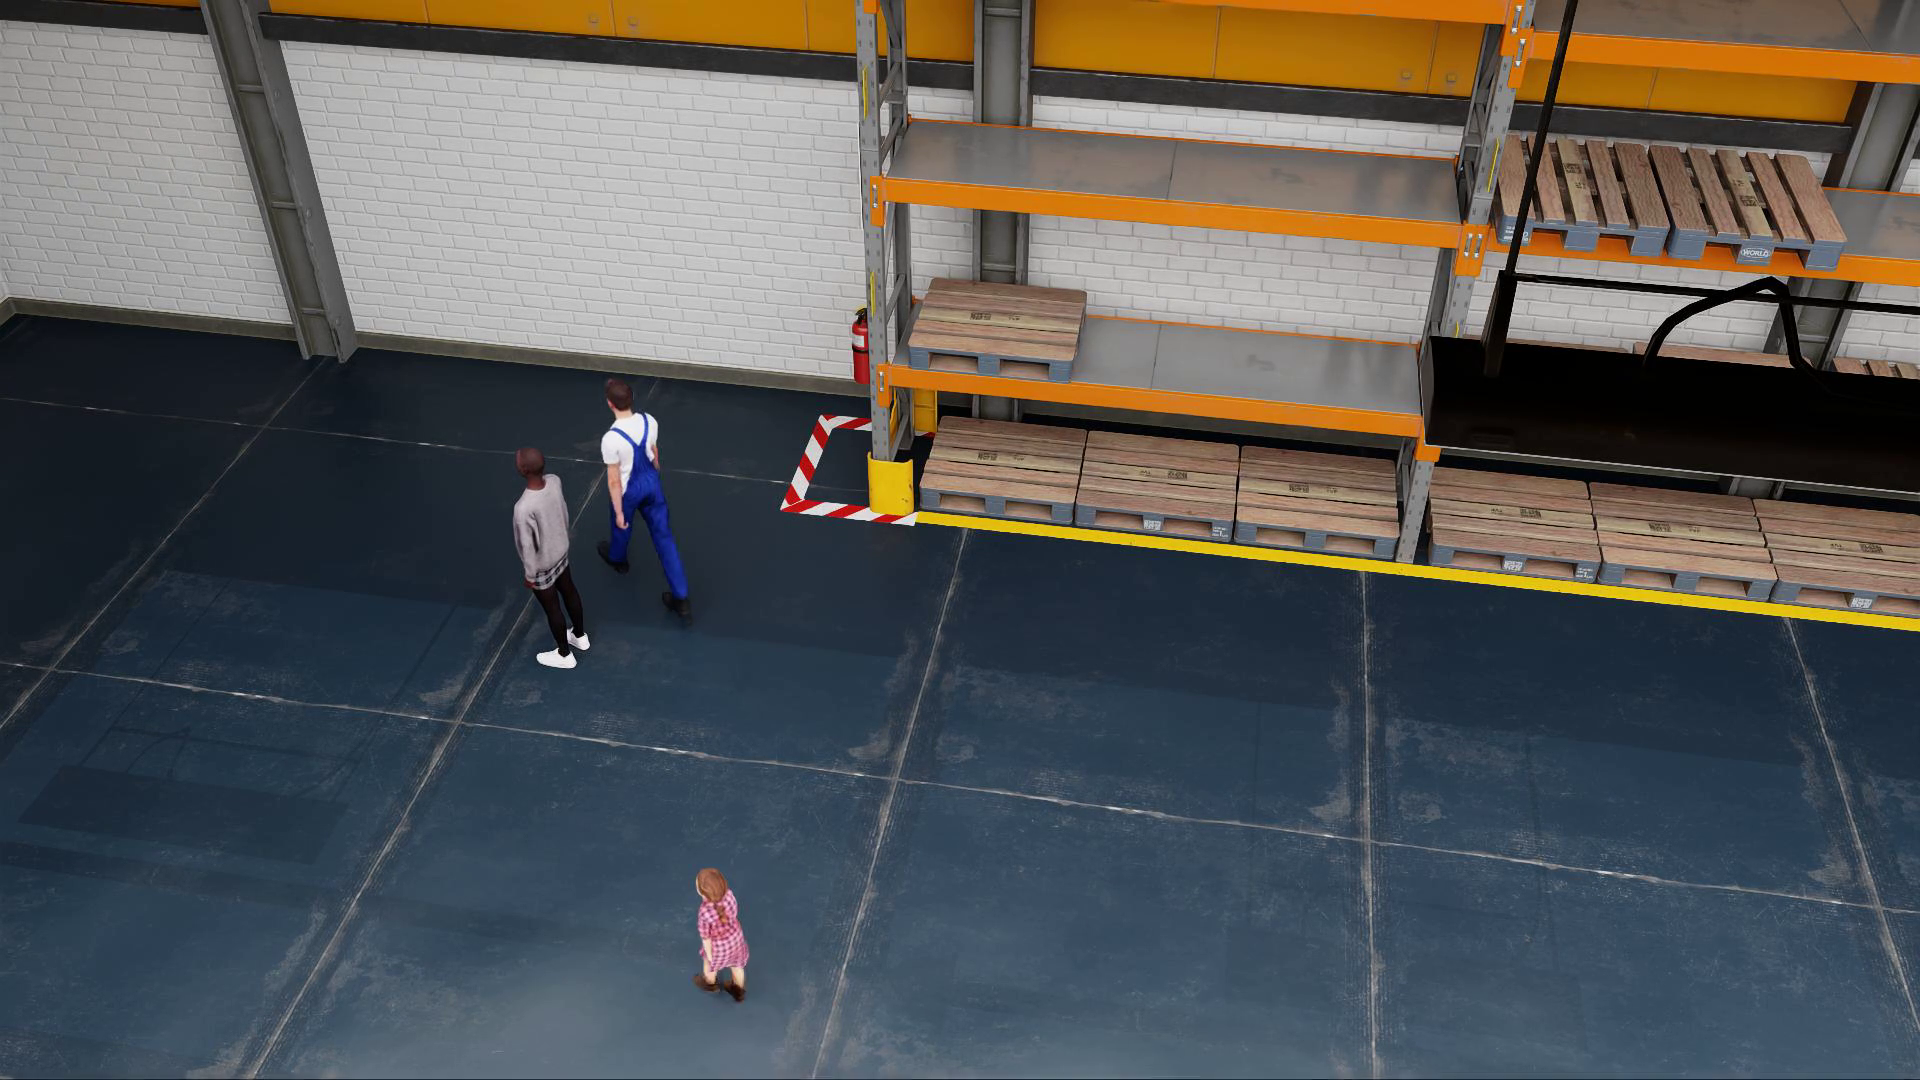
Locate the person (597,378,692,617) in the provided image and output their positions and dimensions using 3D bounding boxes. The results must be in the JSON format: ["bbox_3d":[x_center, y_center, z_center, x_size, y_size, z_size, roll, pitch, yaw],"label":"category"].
[{"bbox_3d":[-2.179,-0.260,11.564,1.173,1.798,1.351,-31,48,-33],"label":"person"}]

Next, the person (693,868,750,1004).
[{"bbox_3d":[-1.277,2.196,9.118,0.638,1.012,0.564,32,48,33],"label":"person"}]

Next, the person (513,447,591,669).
[{"bbox_3d":[-2.749,0.109,11.123,0.592,1.772,0.657,13,40,16],"label":"person"}]
